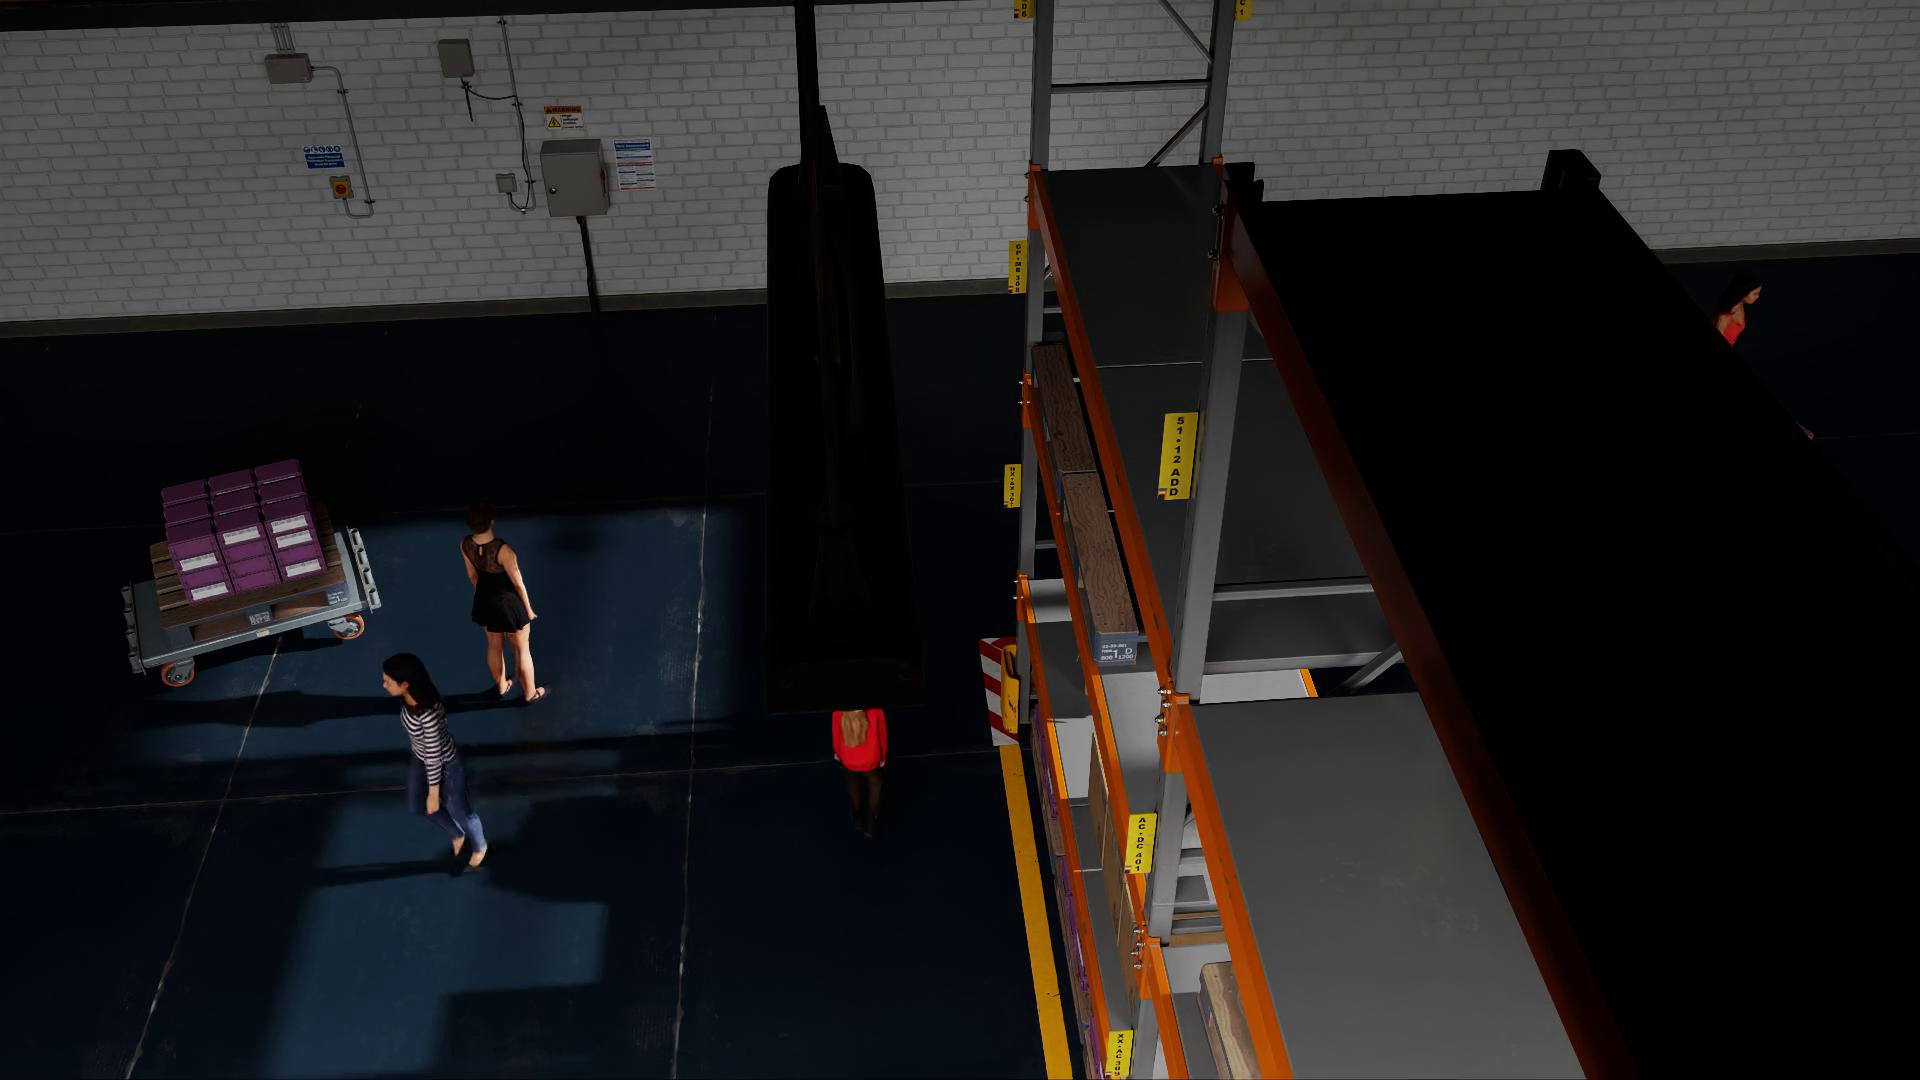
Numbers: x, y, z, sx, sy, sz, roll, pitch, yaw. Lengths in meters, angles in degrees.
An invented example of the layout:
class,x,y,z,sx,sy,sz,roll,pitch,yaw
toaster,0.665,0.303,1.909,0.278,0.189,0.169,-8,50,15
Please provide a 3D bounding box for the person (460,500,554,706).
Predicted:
class,x,y,z,sx,sy,sz,roll,pitch,yaw
person,-3.041,0.411,10.996,0.671,1.671,0.691,14,41,17

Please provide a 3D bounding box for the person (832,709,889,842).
class,x,y,z,sx,sy,sz,roll,pitch,yaw
person,-0.611,1.356,10.134,0.529,1.272,0.700,1,39,1

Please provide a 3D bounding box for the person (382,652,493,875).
class,x,y,z,sx,sy,sz,roll,pitch,yaw
person,-2.968,1.307,9.787,0.800,1.781,0.725,-29,47,-31

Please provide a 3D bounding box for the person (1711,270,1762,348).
class,x,y,z,sx,sy,sz,roll,pitch,yaw
person,5.848,-1.403,13.253,0.967,1.689,0.964,21,43,24
